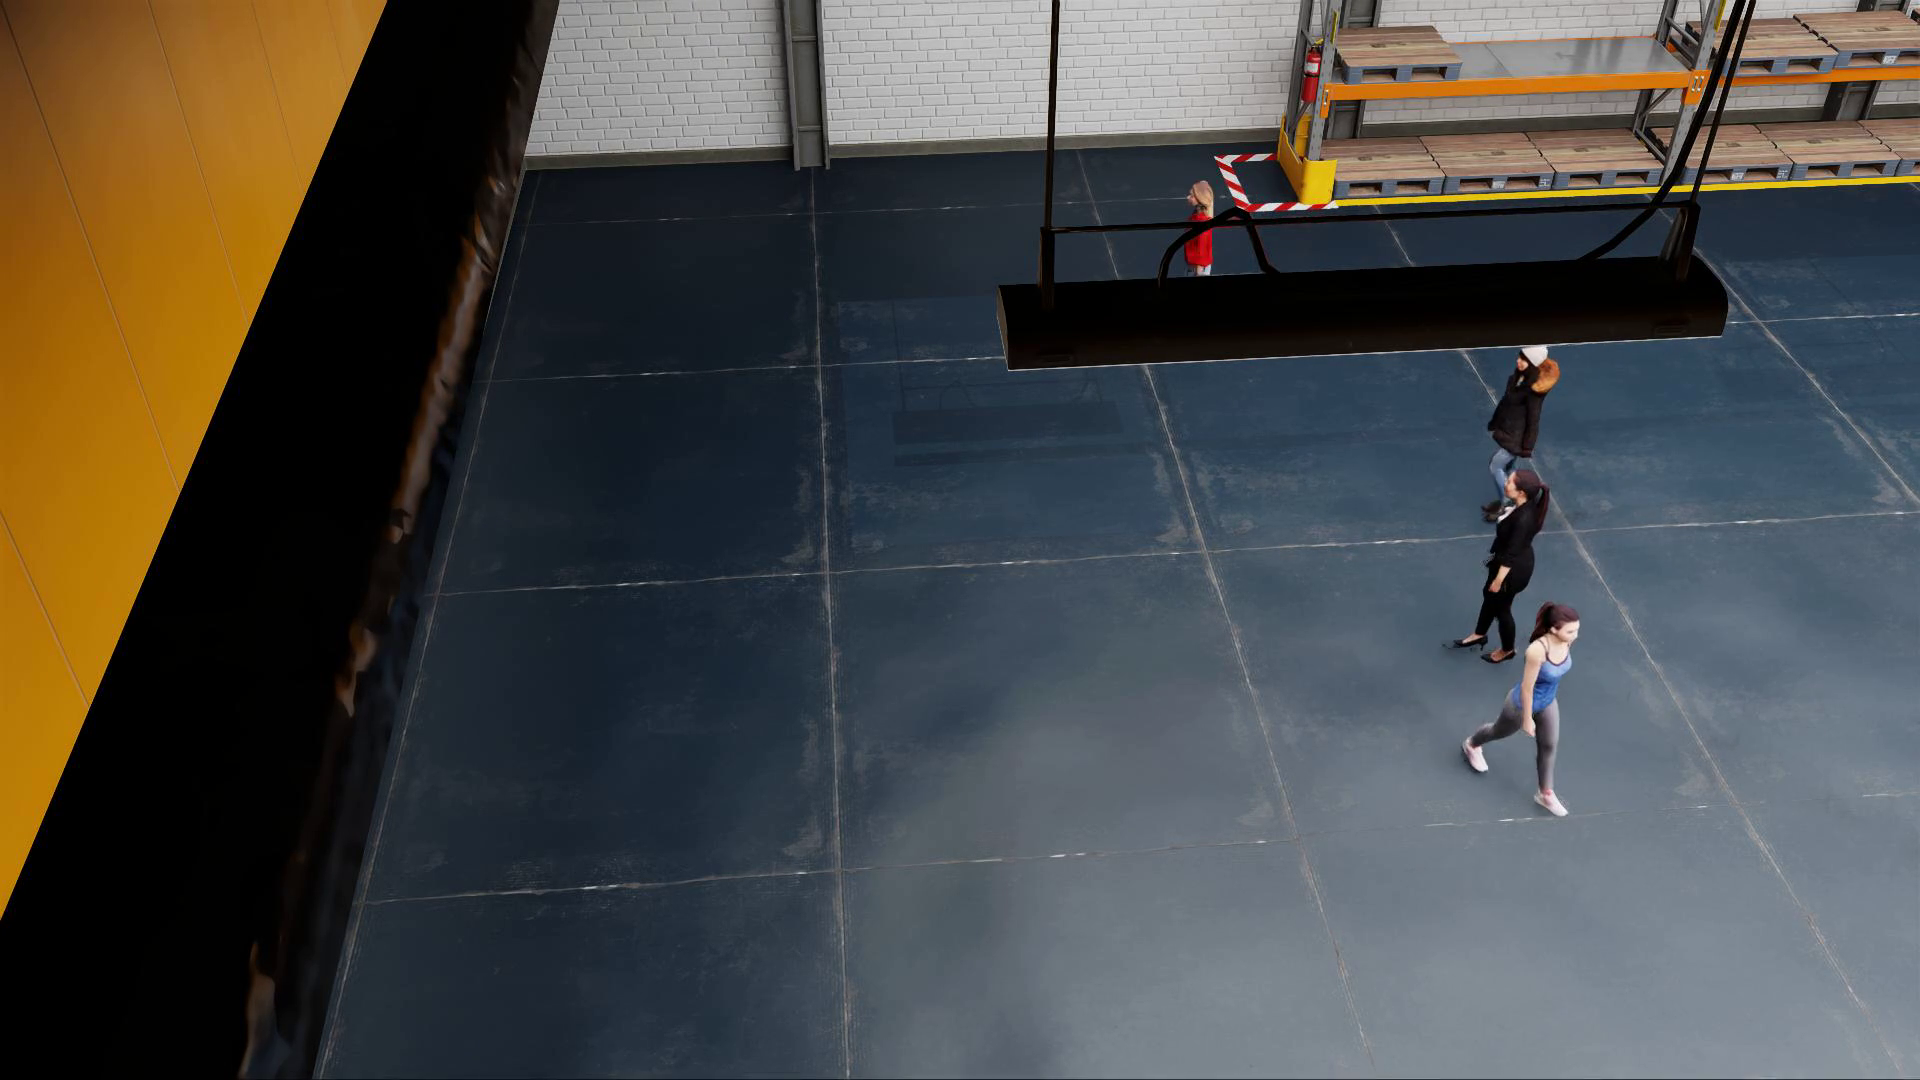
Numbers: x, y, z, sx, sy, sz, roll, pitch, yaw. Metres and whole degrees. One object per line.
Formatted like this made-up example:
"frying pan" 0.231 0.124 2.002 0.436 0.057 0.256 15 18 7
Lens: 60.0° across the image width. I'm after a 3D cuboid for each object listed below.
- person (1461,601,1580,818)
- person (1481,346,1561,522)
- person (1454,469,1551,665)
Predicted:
"person" 3.642 1.020 10.783 1.077 1.574 0.925 -20 43 -23
"person" 4.455 -0.864 13.101 0.624 1.625 0.648 1 39 1
"person" 3.892 0.203 11.746 0.816 1.649 0.768 14 41 17
